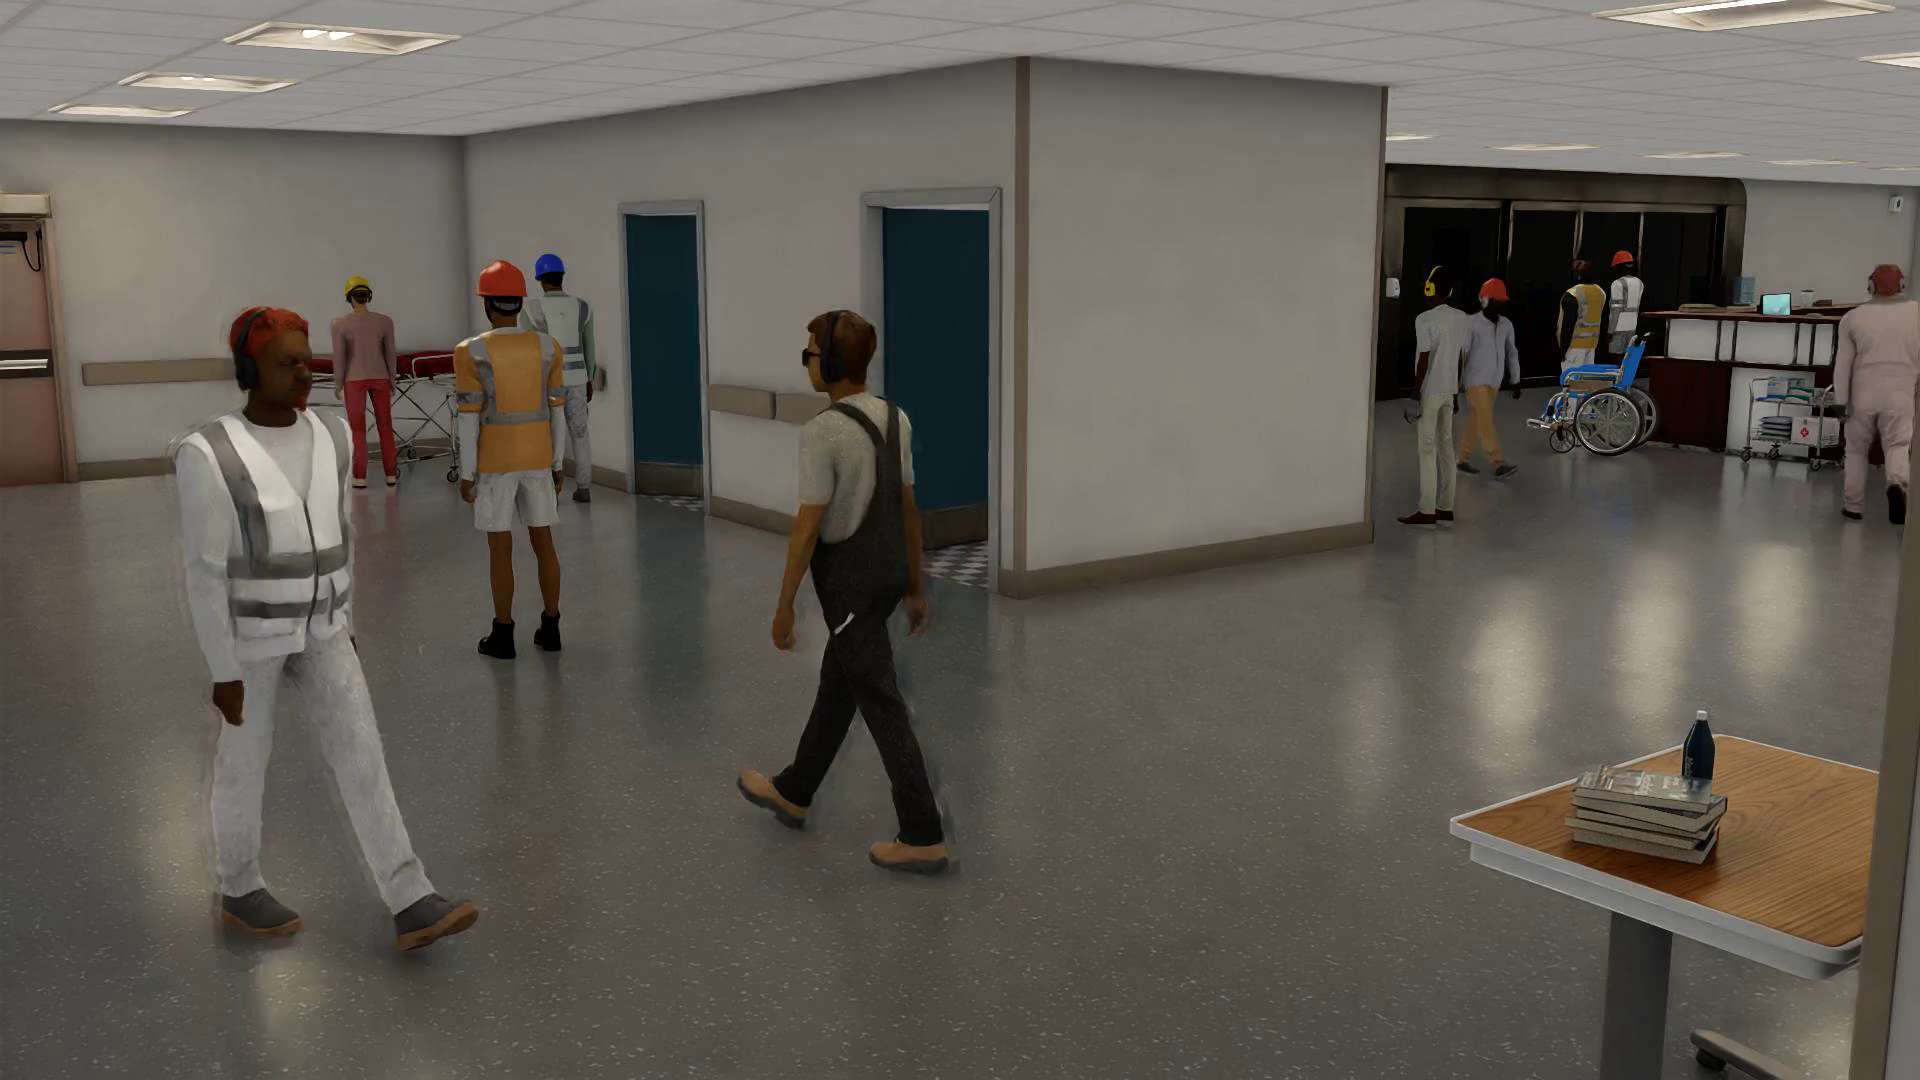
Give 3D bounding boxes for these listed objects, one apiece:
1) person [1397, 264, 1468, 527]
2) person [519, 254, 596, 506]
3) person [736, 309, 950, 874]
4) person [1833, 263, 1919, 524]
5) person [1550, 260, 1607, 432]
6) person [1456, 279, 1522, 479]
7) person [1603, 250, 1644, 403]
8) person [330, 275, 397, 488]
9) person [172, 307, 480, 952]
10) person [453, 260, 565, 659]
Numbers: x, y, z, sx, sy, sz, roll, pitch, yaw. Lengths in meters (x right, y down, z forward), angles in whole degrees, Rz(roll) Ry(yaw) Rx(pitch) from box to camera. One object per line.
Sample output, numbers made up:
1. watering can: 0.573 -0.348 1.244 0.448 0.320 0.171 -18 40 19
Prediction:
1. person: 3.395 -1.030 11.931 0.508 1.872 0.329 -7 12 -36
2. person: -3.106 -1.230 12.858 0.601 1.940 0.395 -7 12 -36
3. person: -0.402 0.159 5.442 0.957 1.798 0.529 6 12 29
4. person: 6.636 -1.043 11.970 0.652 1.881 0.733 4 11 21
5. person: 6.642 -2.083 17.919 0.624 1.844 0.429 -7 12 -36
6. person: 4.590 -1.378 14.310 0.594 1.705 0.869 -5 11 -27
7. person: 8.367 -2.690 21.070 0.542 1.931 0.366 -7 12 -36
8. person: -4.936 -1.308 13.800 0.522 1.763 0.320 -7 12 -36
9. person: -1.822 0.284 4.647 0.977 1.835 0.607 6 12 31
10. person: -2.197 -0.386 8.138 0.542 1.938 0.357 -7 12 -36
